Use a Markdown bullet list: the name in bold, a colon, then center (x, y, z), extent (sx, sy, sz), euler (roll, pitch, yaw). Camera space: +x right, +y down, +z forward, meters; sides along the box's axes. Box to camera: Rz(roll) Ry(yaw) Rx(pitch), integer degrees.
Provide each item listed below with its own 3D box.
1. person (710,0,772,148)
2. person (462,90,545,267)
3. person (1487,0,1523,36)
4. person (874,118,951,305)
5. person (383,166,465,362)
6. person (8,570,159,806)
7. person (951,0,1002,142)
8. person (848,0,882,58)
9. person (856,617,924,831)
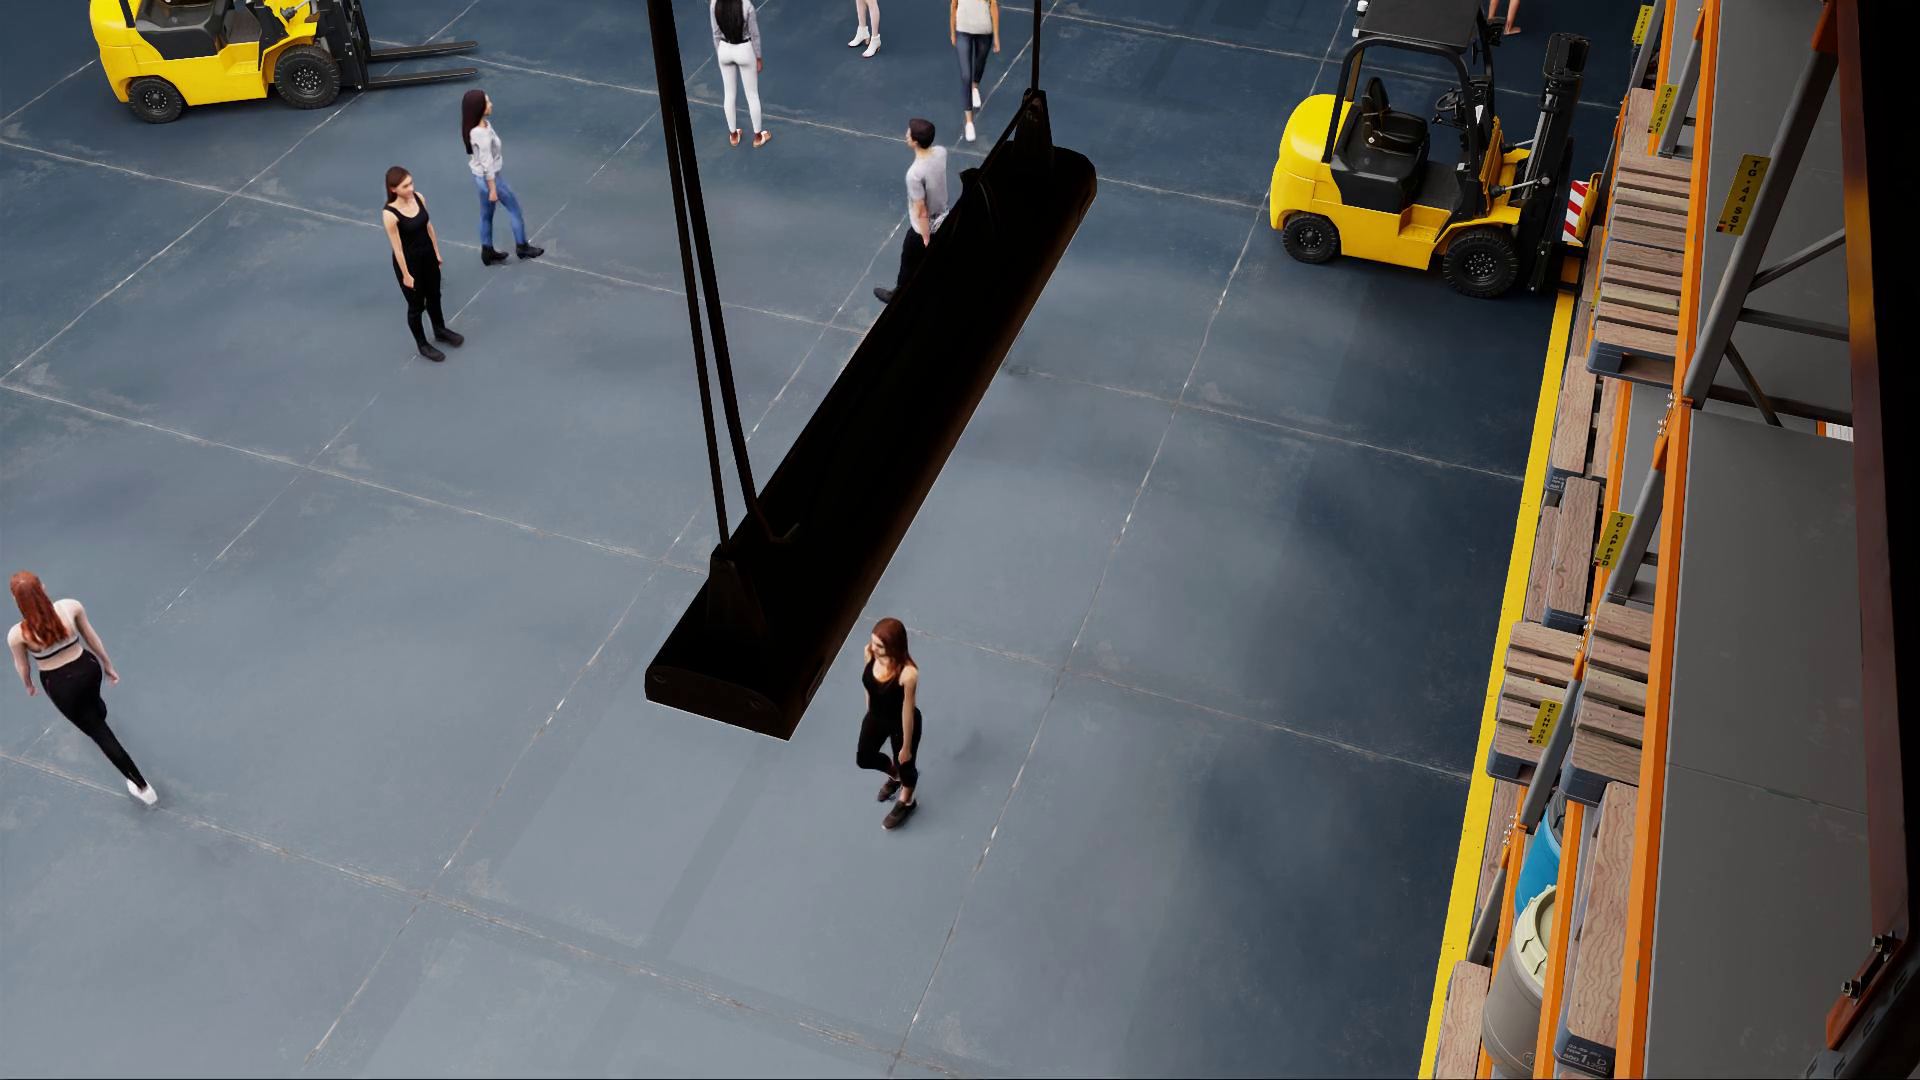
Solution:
- **person**: center (-2.064, -4.472, 15.433), extent (0.618, 1.724, 0.558), euler (9, 44, 9)
- **person**: center (-4.038, -3.009, 13.976), extent (0.887, 1.615, 0.818), euler (-25, 49, -24)
- **person**: center (5.752, -6.043, 17.155), extent (0.686, 1.624, 0.656), euler (-24, 49, -23)
- **person**: center (-0.149, -2.460, 13.251), extent (0.977, 1.820, 1.257), euler (27, 50, 26)
- **person**: center (-4.270, -2.184, 13.059), extent (0.645, 1.687, 0.489), euler (18, 46, 18)
- **person**: center (-5.167, 0.911, 9.806), extent (0.986, 1.691, 1.193), euler (33, 53, 30)
- **person**: center (0.132, -4.802, 15.751), extent (0.942, 1.763, 1.244), euler (-3, 44, -3)
- **person**: center (-0.982, -5.781, 16.732), extent (0.700, 1.827, 0.678), euler (-25, 49, -24)
- **person**: center (-0.315, 1.022, 9.672), extent (0.671, 1.716, 0.722), euler (31, 52, 28)
